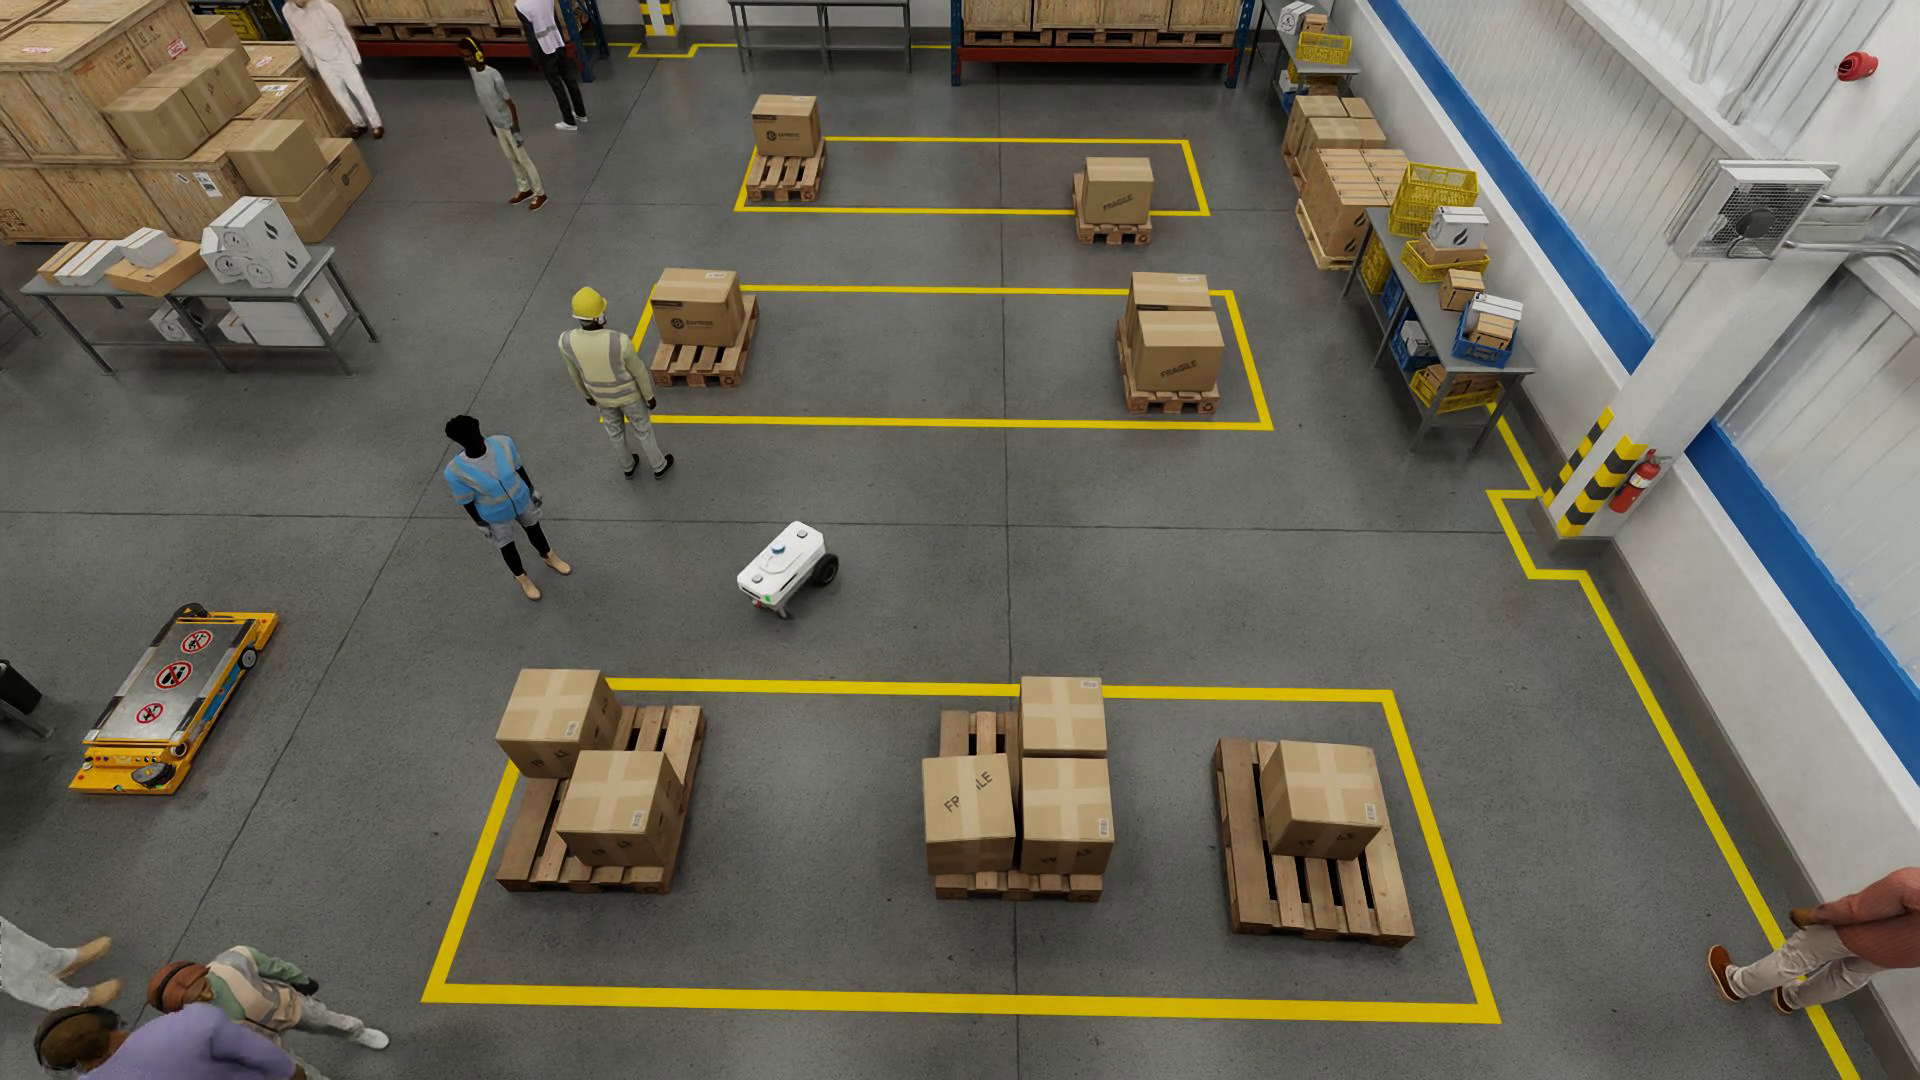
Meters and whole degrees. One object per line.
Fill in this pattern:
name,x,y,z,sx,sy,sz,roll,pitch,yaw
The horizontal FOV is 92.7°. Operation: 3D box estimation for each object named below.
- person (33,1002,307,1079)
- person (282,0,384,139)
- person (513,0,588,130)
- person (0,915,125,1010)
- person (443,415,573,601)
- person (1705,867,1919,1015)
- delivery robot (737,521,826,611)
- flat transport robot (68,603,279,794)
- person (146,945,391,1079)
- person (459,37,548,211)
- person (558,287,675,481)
person,-3.303,2.591,4.129,1.032,1.875,0.641,29,56,22
person,-7.738,-5.919,11.308,0.656,1.887,0.399,-4,50,-3
person,-5.149,-6.144,11.478,0.394,1.916,0.590,18,52,15
person,-5.134,1.979,4.656,0.629,1.844,0.429,37,59,27
person,-3.283,-0.242,6.626,0.318,1.697,0.533,28,55,22
person,4.584,1.948,4.585,0.608,1.988,0.387,13,51,10
delivery robot,-1.347,0.188,6.946,0.477,0.478,0.707,27,55,21
flat transport robot,-5.504,1.072,6.442,0.652,0.197,1.431,1,50,1
person,-3.367,2.368,4.462,0.312,1.633,0.518,15,51,12
person,-5.093,-4.613,10.212,0.520,1.872,0.329,26,55,20
person,-2.750,-1.210,7.357,0.601,1.830,0.403,3,50,3
